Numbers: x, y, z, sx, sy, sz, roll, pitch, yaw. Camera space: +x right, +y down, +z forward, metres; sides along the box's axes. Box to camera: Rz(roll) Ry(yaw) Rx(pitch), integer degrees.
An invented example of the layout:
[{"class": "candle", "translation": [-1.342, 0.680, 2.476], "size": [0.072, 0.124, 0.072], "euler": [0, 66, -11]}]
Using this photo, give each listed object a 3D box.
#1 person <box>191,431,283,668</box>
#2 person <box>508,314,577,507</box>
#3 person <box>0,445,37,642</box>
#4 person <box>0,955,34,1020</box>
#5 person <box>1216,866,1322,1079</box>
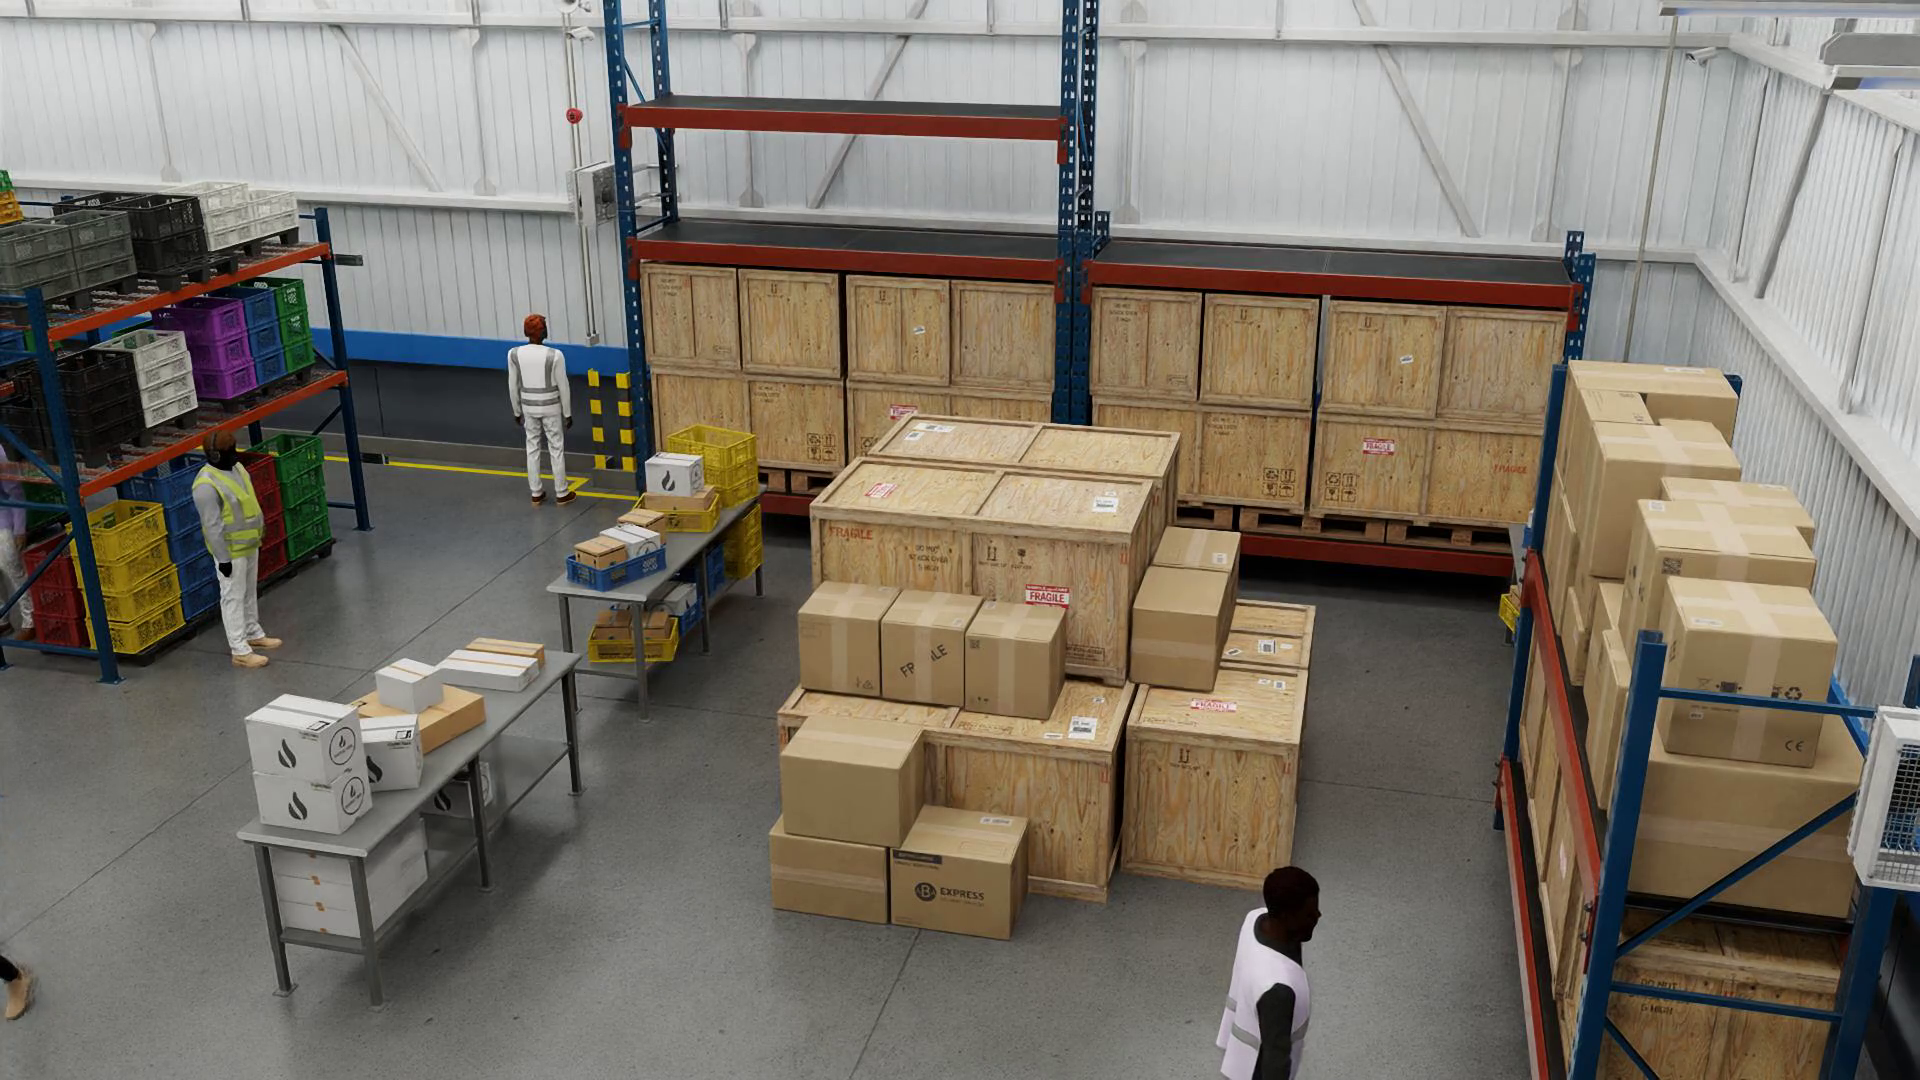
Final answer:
[{"class": "person", "translation": [-5.514, 0.051, 12.690], "size": [0.429, 1.844, 0.627], "euler": [-1, 21, -1]}, {"class": "person", "translation": [-4.019, -1.241, 16.011], "size": [0.585, 1.882, 0.340], "euler": [3, 21, 7]}, {"class": "person", "translation": [-7.551, -0.104, 12.964], "size": [0.632, 1.936, 0.359], "euler": [4, 21, 11]}, {"class": "person", "translation": [-5.127, 1.829, 8.285], "size": [0.549, 1.663, 0.836], "euler": [2, 21, 6]}, {"class": "person", "translation": [1.264, 2.203, 6.954], "size": [0.370, 1.916, 0.597], "euler": [0, 21, 1]}]
